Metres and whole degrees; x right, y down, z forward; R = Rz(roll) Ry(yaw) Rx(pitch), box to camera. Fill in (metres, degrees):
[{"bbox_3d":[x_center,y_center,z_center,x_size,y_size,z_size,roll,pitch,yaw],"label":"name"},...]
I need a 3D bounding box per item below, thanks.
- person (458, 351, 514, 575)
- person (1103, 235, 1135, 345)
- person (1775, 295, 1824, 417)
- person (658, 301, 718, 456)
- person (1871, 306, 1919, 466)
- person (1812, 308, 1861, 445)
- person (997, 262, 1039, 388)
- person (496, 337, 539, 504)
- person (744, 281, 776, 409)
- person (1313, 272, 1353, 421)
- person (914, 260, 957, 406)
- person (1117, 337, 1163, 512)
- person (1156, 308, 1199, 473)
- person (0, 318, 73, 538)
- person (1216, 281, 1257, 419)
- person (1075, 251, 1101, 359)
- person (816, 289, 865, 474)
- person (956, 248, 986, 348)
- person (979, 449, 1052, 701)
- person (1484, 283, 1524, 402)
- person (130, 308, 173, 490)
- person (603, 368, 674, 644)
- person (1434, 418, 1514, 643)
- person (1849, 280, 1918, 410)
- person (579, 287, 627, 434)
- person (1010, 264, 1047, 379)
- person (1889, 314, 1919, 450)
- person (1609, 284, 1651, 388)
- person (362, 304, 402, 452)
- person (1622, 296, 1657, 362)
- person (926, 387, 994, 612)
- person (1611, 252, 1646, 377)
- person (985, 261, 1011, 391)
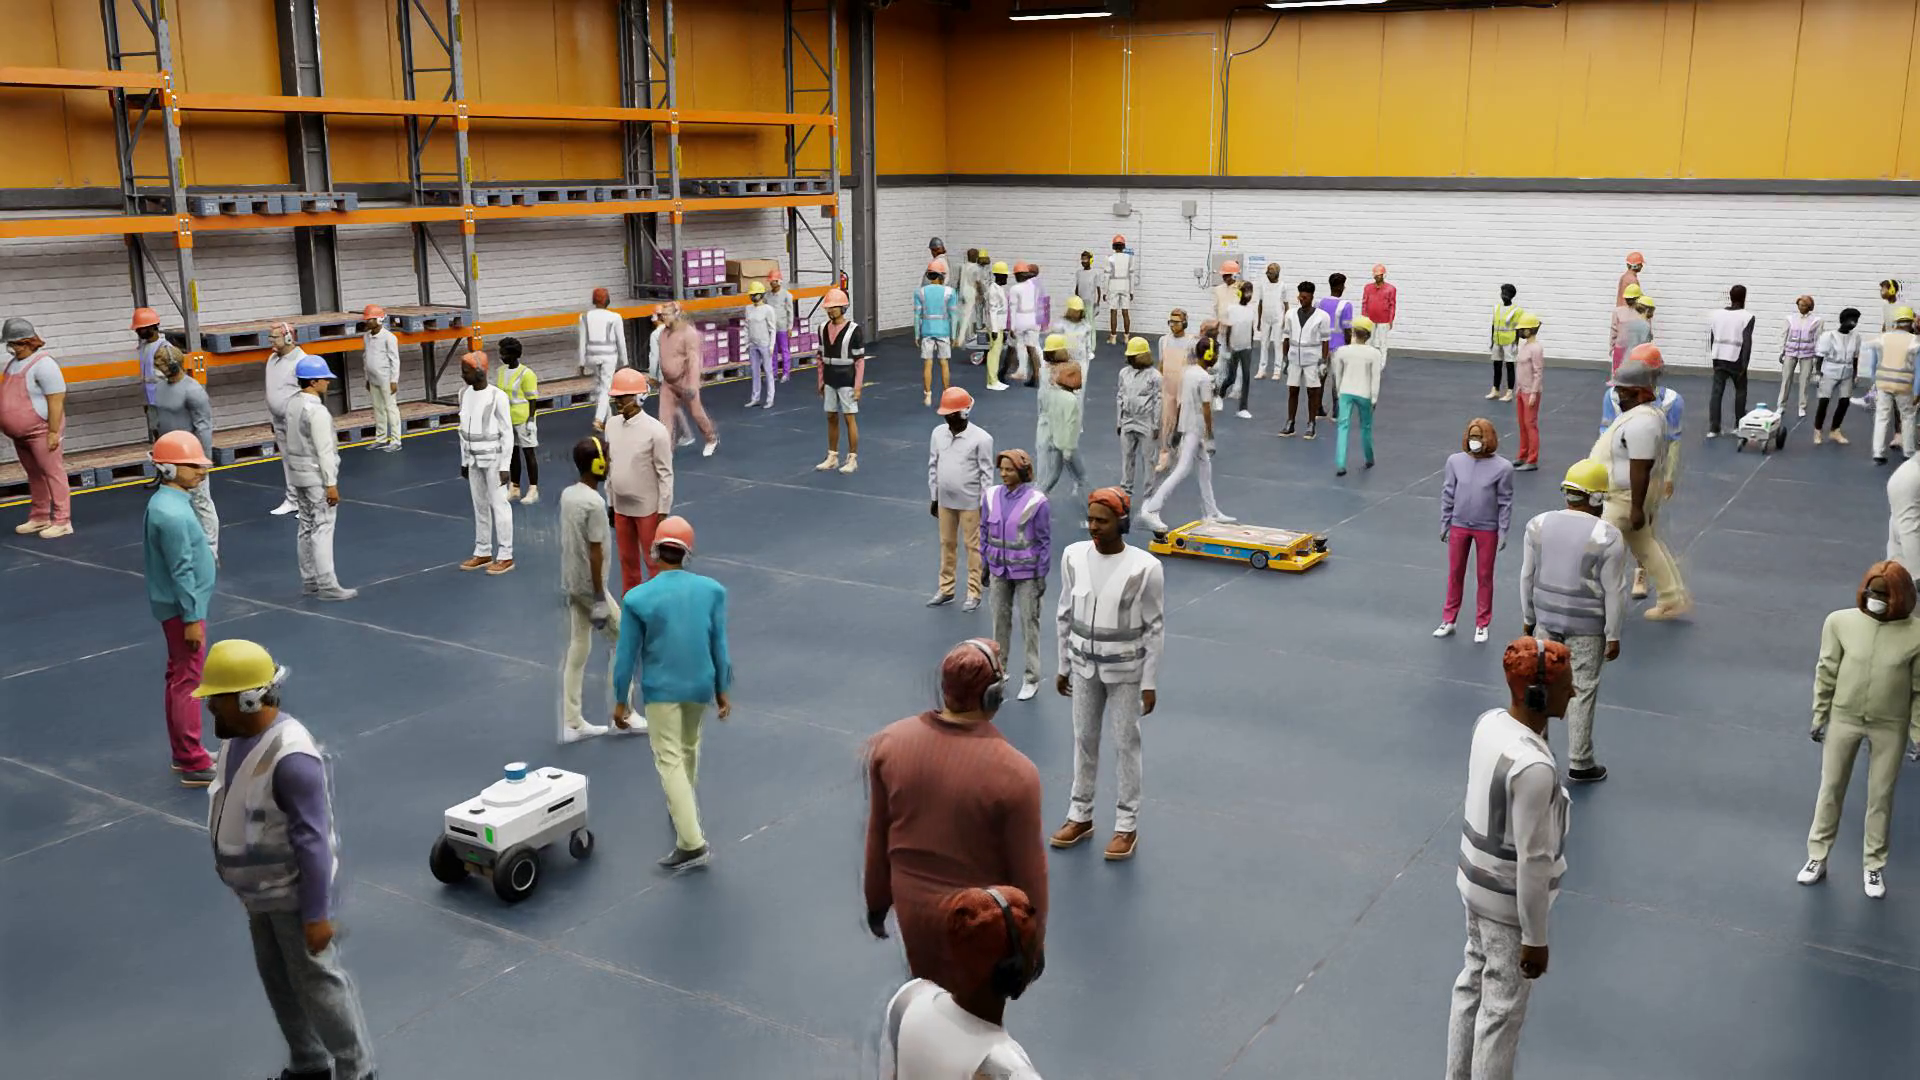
[{"bbox_3d":[-3.985,-0.650,13.965,0.575,1.885,0.361,9,16,33],"label":"person"},{"bbox_3d":[2.945,-4.650,30.978,0.610,2.040,0.393,-3,13,-13],"label":"person"},{"bbox_3d":[11.356,-2.491,22.493,0.515,1.638,0.315,9,16,33],"label":"person"},{"bbox_3d":[-3.194,-1.839,19.212,0.645,1.861,1.008,9,16,34],"label":"person"},{"bbox_3d":[10.626,-1.744,18.879,0.600,1.798,0.613,-11,17,-40],"label":"person"},{"bbox_3d":[10.634,-1.984,20.212,0.577,1.683,0.323,-1,13,-5],"label":"person"},{"bbox_3d":[0.909,-3.298,25.459,0.562,1.878,0.968,-7,15,-29],"label":"person"},{"bbox_3d":[-4.470,-1.206,16.796,0.535,1.694,0.321,9,16,33],"label":"person"},{"bbox_3d":[-2.792,-2.709,23.158,0.526,1.769,0.328,9,16,33],"label":"person"},{"bbox_3d":[4.946,-2.568,22.108,0.369,1.965,0.609,-12,18,-42],"label":"person"},{"bbox_3d":[-0.344,-2.905,23.407,0.610,2.040,0.394,1,13,5],"label":"person"},{"bbox_3d":[1.753,-1.137,16.405,0.487,1.736,0.322,9,16,33],"label":"person"},{"bbox_3d":[2.390,-1.627,18.291,0.506,1.846,0.351,9,16,33],"label":"person"},{"bbox_3d":[-8.541,-1.036,15.299,0.681,2.000,0.536,9,16,33],"label":"person"},{"bbox_3d":[3.732,-2.578,22.417,0.512,1.846,0.627,-5,14,-22],"label":"person"},{"bbox_3d":[2.196,-4.067,28.820,0.519,1.873,0.335,9,16,33],"label":"person"},{"bbox_3d":[-1.341,-1.748,18.381,0.609,2.044,0.394,9,16,33],"label":"person"},{"bbox_3d":[0.239,-4.468,30.684,0.826,1.807,0.522,-11,17,-41],"label":"person"},{"bbox_3d":[0.355,0.216,10.745,0.515,1.641,0.315,9,16,33],"label":"person"},{"bbox_3d":[7.812,-2.831,23.840,0.318,1.696,0.540,-7,15,-28],"label":"person"},{"bbox_3d":[-8.380,-1.458,17.380,0.547,1.928,0.385,9,16,33],"label":"person"},{"bbox_3d":[-2.326,-0.241,11.949,0.613,1.995,0.391,9,16,33],"label":"person"},{"bbox_3d":[3.716,-0.073,12.012,0.501,1.633,0.285,9,16,33],"label":"person"},{"bbox_3d":[12.875,-2.680,22.973,1.000,1.788,0.506,2,13,7],"label":"person"},{"bbox_3d":[-4.559,-2.289,21.175,0.589,1.851,0.952,2,13,10],"label":"person"},{"bbox_3d":[1.122,-3.464,26.368,0.474,1.810,0.684,6,14,25],"label":"person"},{"bbox_3d":[11.348,-1.911,19.950,0.524,1.640,0.782,6,14,24],"label":"person"},{"bbox_3d":[9.183,-2.633,22.849,0.526,1.760,0.337,9,16,33],"label":"person"},{"bbox_3d":[-6.901,-1.926,19.785,0.564,1.752,0.339,9,16,33],"label":"person"},{"bbox_3d":[8.674,-2.240,21.210,0.802,1.716,0.548,-2,13,-9],"label":"person"},{"bbox_3d":[-0.015,-0.316,12.826,0.564,1.742,0.347,9,16,33],"label":"person"},{"bbox_3d":[10.565,-3.545,26.280,0.387,1.996,0.611,1,13,4],"label":"person"},{"bbox_3d":[0.580,-3.220,25.024,0.388,1.926,0.590,3,13,13],"label":"person"}]
